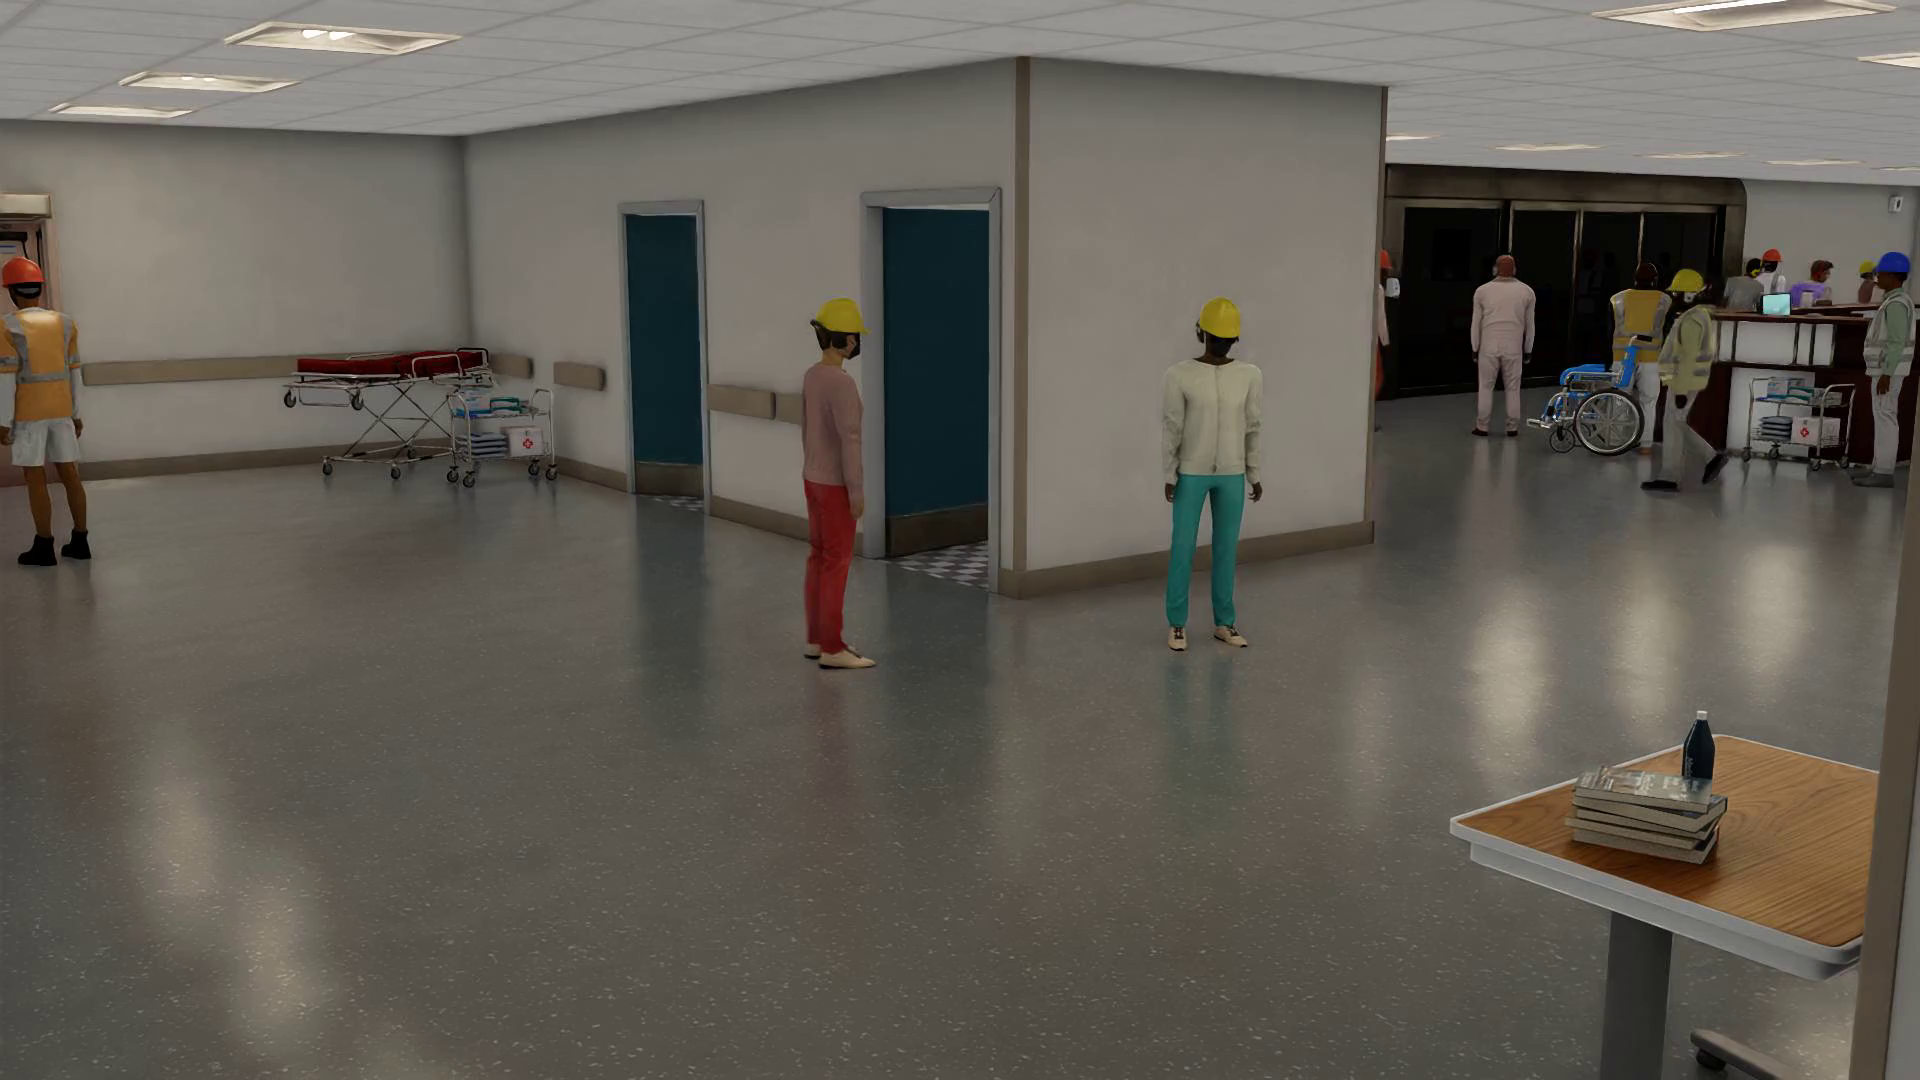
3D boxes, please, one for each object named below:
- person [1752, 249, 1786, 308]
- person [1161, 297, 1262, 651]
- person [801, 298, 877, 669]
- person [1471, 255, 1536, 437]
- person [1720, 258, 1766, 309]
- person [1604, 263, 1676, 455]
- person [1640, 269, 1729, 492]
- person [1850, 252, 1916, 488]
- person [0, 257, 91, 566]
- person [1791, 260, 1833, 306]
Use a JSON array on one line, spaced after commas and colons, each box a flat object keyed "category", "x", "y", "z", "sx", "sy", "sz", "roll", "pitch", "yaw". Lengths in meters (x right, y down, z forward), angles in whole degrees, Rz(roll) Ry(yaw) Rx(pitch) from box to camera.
[{"category": "person", "x": 11.626, "y": -3.216, "z": 23.994, "sx": 0.371, "sy": 1.935, "sz": 0.551, "roll": -8, "pitch": 13, "yaw": -37}, {"category": "person", "x": 1.259, "y": -0.323, "z": 8.287, "sx": 0.523, "sy": 1.760, "sz": 0.325, "roll": -2, "pitch": 10, "yaw": -12}, {"category": "person", "x": -0.581, "y": -0.267, "z": 7.960, "sx": 0.330, "sy": 1.765, "sz": 0.533, "roll": -5, "pitch": 11, "yaw": -26}, {"category": "person", "x": 5.699, "y": -2.038, "z": 17.500, "sx": 0.644, "sy": 1.900, "sz": 0.399, "roll": 2, "pitch": 10, "yaw": 11}, {"category": "person", "x": 10.617, "y": -2.919, "z": 22.666, "sx": 0.649, "sy": 1.830, "sz": 0.334, "roll": 4, "pitch": 11, "yaw": 20}, {"category": "person", "x": 6.491, "y": -1.720, "z": 15.916, "sx": 0.628, "sy": 1.837, "sz": 0.430, "roll": 5, "pitch": 11, "yaw": 26}, {"category": "person", "x": 5.912, "y": -1.280, "z": 13.478, "sx": 0.553, "sy": 1.816, "sz": 0.610, "roll": 5, "pitch": 11, "yaw": 28}, {"category": "person", "x": 7.704, "y": -1.410, "z": 13.831, "sx": 0.378, "sy": 1.949, "sz": 0.614, "roll": 5, "pitch": 11, "yaw": 26}, {"category": "person", "x": -5.817, "y": -0.805, "z": 10.489, "sx": 0.375, "sy": 1.933, "sz": 0.550, "roll": 6, "pitch": 12, "yaw": 28}, {"category": "person", "x": 10.313, "y": -2.496, "z": 20.275, "sx": 0.439, "sy": 1.820, "sz": 0.600, "roll": -4, "pitch": 11, "yaw": -24}]
